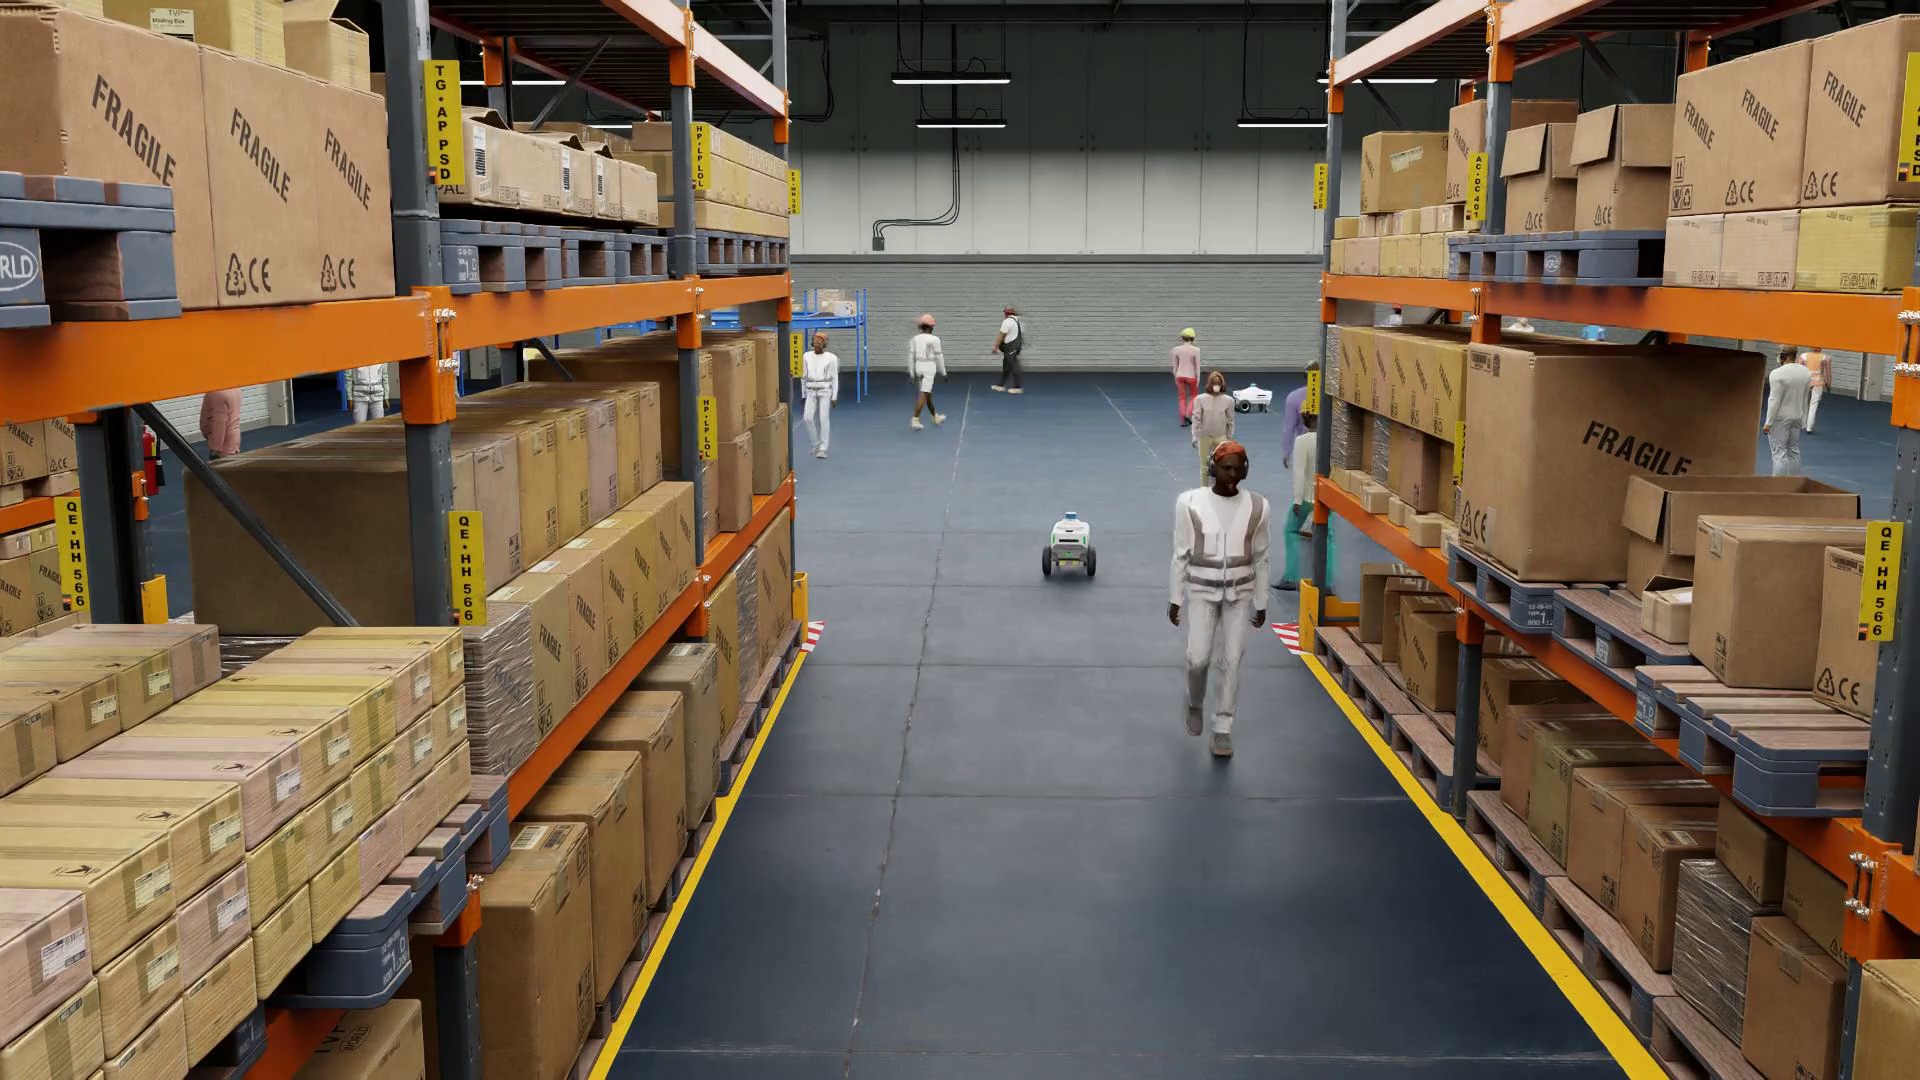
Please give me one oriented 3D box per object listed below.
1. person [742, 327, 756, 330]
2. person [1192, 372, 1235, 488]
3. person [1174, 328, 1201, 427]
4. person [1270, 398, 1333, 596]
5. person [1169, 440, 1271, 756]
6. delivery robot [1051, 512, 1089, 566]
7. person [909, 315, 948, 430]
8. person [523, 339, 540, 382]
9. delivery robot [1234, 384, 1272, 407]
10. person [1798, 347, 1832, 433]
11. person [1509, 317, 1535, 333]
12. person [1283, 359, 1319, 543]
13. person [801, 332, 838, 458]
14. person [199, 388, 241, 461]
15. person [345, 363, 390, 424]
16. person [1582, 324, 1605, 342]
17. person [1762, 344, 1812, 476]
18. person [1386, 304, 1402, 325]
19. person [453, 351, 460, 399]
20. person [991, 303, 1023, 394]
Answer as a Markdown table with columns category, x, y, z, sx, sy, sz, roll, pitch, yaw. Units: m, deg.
| category | x | y | z | sx | sy | sz | roll | pitch | yaw |
| --- | --- | --- | --- | --- | --- | --- | --- | --- | --- |
| person | -3.832 | -3.061 | 30.290 | 0.564 | 1.837 | 0.402 | 0 | 9 | 2 |
| person | 3.026 | -1.207 | 19.892 | 0.505 | 1.621 | 0.576 | 1 | 10 | 7 |
| person | 4.029 | -2.879 | 29.465 | 0.525 | 1.755 | 0.358 | 5 | 11 | 28 |
| person | 3.028 | -0.389 | 14.540 | 0.554 | 1.740 | 0.722 | -6 | 11 | -33 |
| person | 1.534 | 0.335 | 9.843 | 0.609 | 1.869 | 0.461 | 0 | 9 | -1 |
| delivery robot | 1.048 | -0.021 | 15.761 | 0.477 | 0.478 | 0.707 | 1 | 10 | 6 |
| person | -0.556 | -2.939 | 29.129 | 0.614 | 1.987 | 1.067 | 9 | 13 | 42 |
| person | -6.801 | -2.417 | 26.518 | 0.640 | 1.813 | 0.879 | -7 | 12 | -37 |
| delivery robot | 5.712 | -2.801 | 32.415 | 0.707 | 0.478 | 0.477 | -1 | 10 | -7 |
| person | 14.625 | -2.643 | 28.496 | 0.536 | 1.589 | 0.885 | 6 | 11 | 34 |
| person | 11.953 | -3.941 | 35.524 | 0.662 | 1.861 | 1.005 | -1 | 10 | -8 |
| person | 3.658 | -0.896 | 17.096 | 0.642 | 1.920 | 0.829 | -2 | 10 | -9 |
| person | -2.104 | -2.156 | 24.779 | 0.600 | 1.863 | 0.440 | 3 | 10 | 16 |
| person | -7.993 | -1.045 | 17.995 | 0.409 | 1.909 | 0.652 | -1 | 10 | -8 |
| person | -8.468 | -2.031 | 23.780 | 0.610 | 1.950 | 0.377 | -6 | 11 | -32 |
| person | 15.353 | -4.657 | 40.351 | 0.532 | 1.665 | 0.792 | 5 | 11 | 29 |
| person | 10.112 | -1.461 | 20.403 | 0.628 | 1.939 | 0.373 | -5 | 11 | -26 |
| person | 10.998 | -5.091 | 42.203 | 0.678 | 1.923 | 0.551 | -7 | 12 | -37 |
| person | -9.101 | -2.961 | 29.430 | 0.383 | 1.924 | 0.589 | 6 | 11 | 30 |
| person | 1.013 | -4.282 | 37.119 | 0.903 | 2.000 | 0.704 | 3 | 10 | 20 |
